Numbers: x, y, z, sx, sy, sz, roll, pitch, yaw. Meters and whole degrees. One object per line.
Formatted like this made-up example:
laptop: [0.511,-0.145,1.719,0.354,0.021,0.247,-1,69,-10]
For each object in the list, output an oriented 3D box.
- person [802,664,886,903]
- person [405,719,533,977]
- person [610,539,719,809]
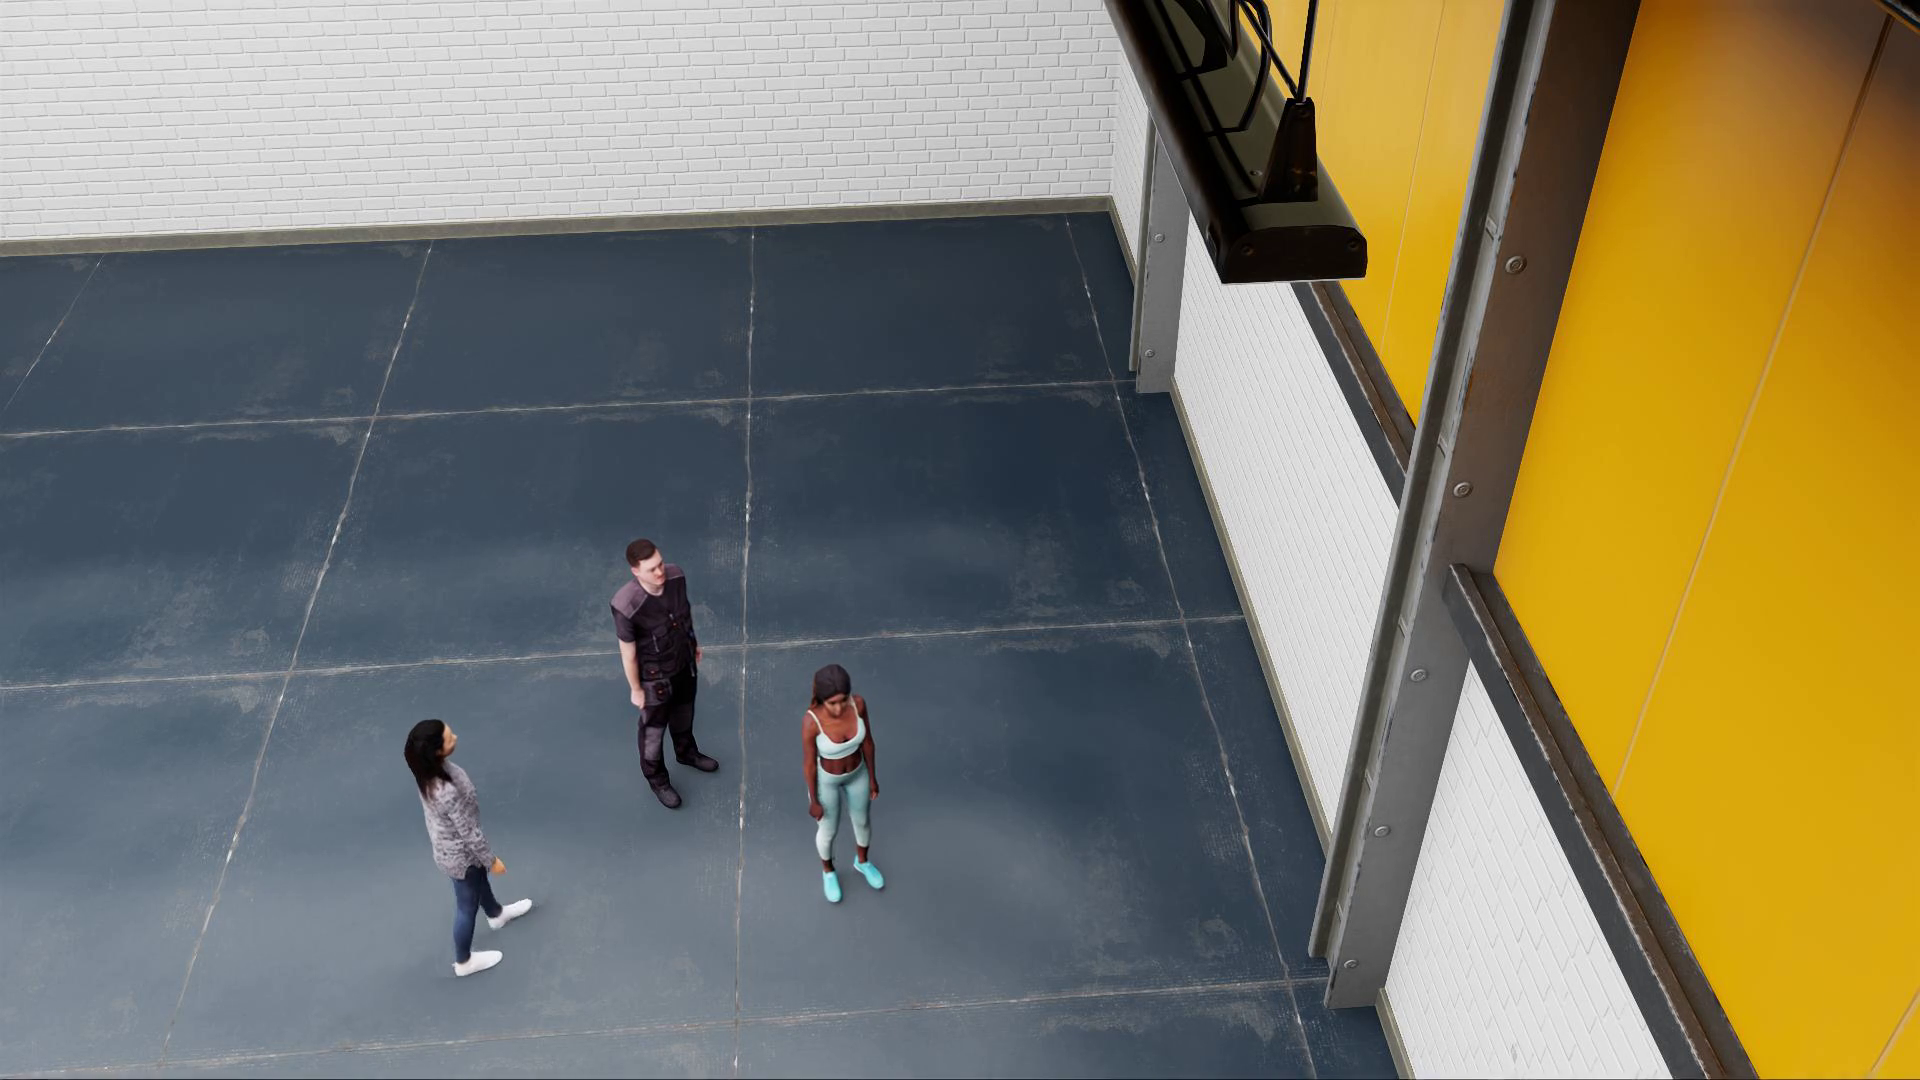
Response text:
person: [-0.659,1.311,9.094,0.643,1.721,0.645,-18,42,-21]
person: [-2.662,1.613,8.708,0.880,1.731,0.845,-24,45,-27]
person: [-1.738,0.738,9.712,0.869,1.846,0.772,22,44,25]
